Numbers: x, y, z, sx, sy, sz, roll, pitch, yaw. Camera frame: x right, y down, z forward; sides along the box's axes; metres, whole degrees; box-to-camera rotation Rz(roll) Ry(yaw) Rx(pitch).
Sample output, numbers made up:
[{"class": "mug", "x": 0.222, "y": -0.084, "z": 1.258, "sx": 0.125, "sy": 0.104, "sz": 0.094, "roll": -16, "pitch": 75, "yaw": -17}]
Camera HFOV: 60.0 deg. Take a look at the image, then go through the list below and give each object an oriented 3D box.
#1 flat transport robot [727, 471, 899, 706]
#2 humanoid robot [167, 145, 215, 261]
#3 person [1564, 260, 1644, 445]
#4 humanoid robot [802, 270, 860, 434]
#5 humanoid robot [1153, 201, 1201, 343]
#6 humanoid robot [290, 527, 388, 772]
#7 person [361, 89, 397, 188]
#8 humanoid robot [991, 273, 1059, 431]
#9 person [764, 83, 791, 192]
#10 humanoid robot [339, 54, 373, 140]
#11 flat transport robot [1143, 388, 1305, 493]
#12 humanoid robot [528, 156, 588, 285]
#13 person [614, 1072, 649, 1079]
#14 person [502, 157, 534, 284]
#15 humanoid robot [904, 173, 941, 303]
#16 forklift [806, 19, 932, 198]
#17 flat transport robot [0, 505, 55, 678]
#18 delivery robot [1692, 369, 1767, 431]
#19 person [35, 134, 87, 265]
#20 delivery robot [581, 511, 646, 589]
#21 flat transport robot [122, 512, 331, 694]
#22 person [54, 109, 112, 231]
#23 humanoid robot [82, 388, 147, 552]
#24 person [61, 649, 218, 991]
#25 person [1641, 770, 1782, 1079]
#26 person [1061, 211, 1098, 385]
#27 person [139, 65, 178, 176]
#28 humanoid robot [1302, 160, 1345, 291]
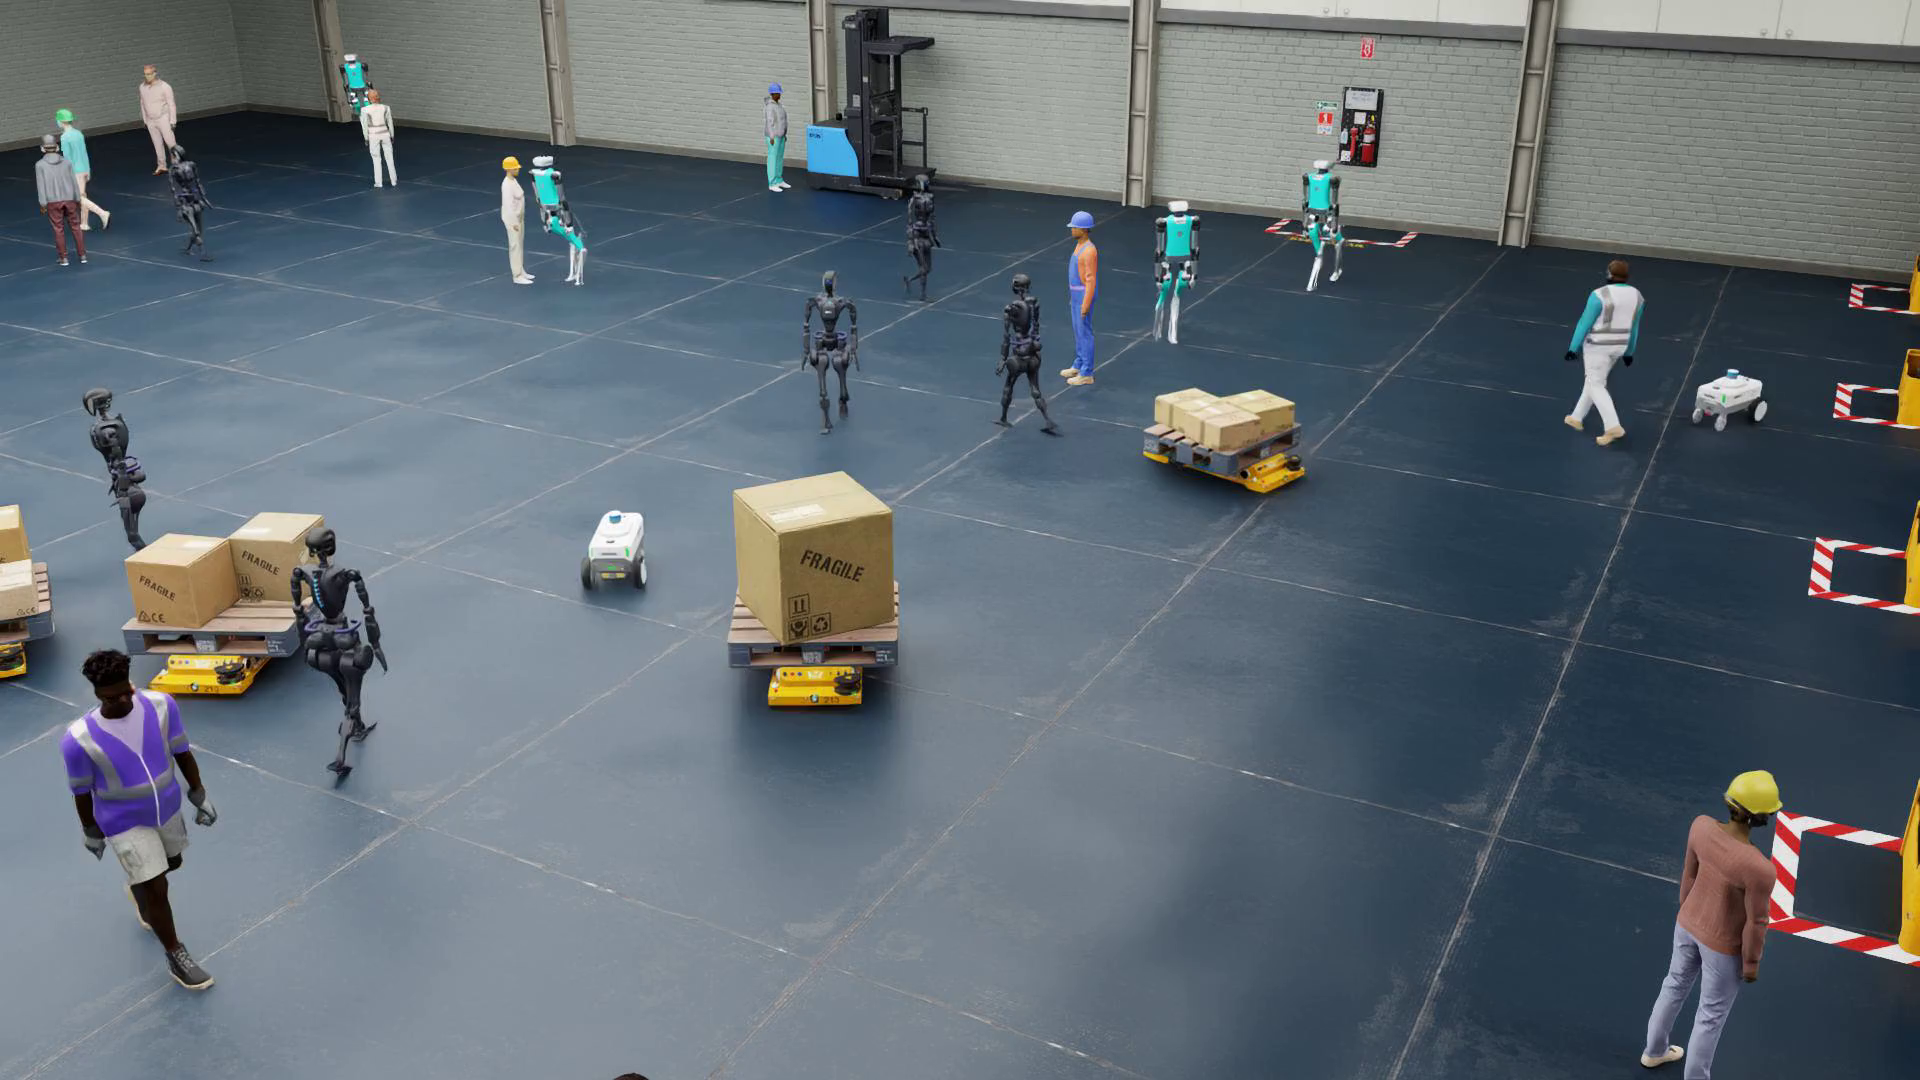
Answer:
[{"class": "flat transport robot", "x": -1.056, "y": 0.807, "z": 12.283, "sx": 0.659, "sy": 0.231, "sz": 1.431, "roll": -1, "pitch": 23, "yaw": -2}, {"class": "humanoid robot", "x": -10.938, "y": -4.795, "z": 23.631, "sx": 0.733, "sy": 1.643, "sz": 0.608, "roll": 8, "pitch": 25, "yaw": 19}, {"class": "person", "x": 6.479, "y": -1.876, "z": 16.611, "sx": 0.702, "sy": 1.794, "sz": 0.893, "roll": -10, "pitch": 25, "yaw": -22}, {"class": "humanoid robot", "x": -1.298, "y": -1.932, "z": 16.911, "sx": 0.599, "sy": 1.644, "sz": 0.597, "roll": 1, "pitch": 23, "yaw": 3}, {"class": "humanoid robot", "x": 2.498, "y": -3.113, "z": 19.689, "sx": 0.541, "sy": 1.904, "sz": 0.714, "roll": -3, "pitch": 23, "yaw": -7}, {"class": "humanoid robot", "x": -4.067, "y": 0.689, "z": 10.842, "sx": 0.587, "sy": 1.636, "sz": 0.771, "roll": 3, "pitch": 23, "yaw": 7}, {"class": "person", "x": -9.899, "y": -6.843, "z": 28.354, "sx": 0.521, "sy": 1.639, "sz": 0.304, "roll": -15, "pitch": 27, "yaw": -31}, {"class": "humanoid robot", "x": 0.653, "y": -1.882, "z": 16.821, "sx": 0.766, "sy": 1.638, "sz": 0.601, "roll": 19, "pitch": 30, "yaw": 38}, {"class": "person", "x": -3.111, "y": -6.811, "z": 28.112, "sx": 0.361, "sy": 1.778, "sz": 0.525, "roll": 8, "pitch": 24, "yaw": 17}, {"class": "humanoid robot", "x": -11.552, "y": -8.495, "z": 32.118, "sx": 0.567, "sy": 1.807, "sz": 0.761, "roll": -3, "pitch": 23, "yaw": -8}, {"class": "flat transport robot", "x": 2.528, "y": -0.789, "z": 16.000, "sx": 1.431, "sy": 0.231, "sz": 0.659, "roll": 21, "pitch": 31, "yaw": 40}, {"class": "humanoid robot", "x": -5.295, "y": -4.284, "z": 22.298, "sx": 0.547, "sy": 1.792, "sz": 0.762, "roll": 14, "pitch": 27, "yaw": 30}, {"class": "person", "x": -1.124, "y": 2.650, "z": 5.905, "sx": 0.596, "sy": 1.916, "sz": 0.371, "roll": -20, "pitch": 30, "yaw": -38}, {"class": "person", "x": -5.975, "y": -4.299, "z": 22.364, "sx": 0.336, "sy": 1.695, "sz": 0.478, "roll": -1, "pitch": 23, "yaw": -3}, {"class": "humanoid robot", "x": -0.551, "y": -3.928, "z": 21.533, "sx": 0.589, "sy": 1.636, "sz": 0.612, "roll": 16, "pitch": 28, "yaw": 32}, {"class": "forklift", "x": -1.573, "y": -7.292, "z": 27.850, "sx": 1.873, "sy": 2.768, "sz": 1.129, "roll": 12, "pitch": 26, "yaw": 25}, {"class": "flat transport robot", "x": -7.448, "y": 0.727, "z": 12.471, "sx": 0.659, "sy": 0.231, "sz": 1.431, "roll": -12, "pitch": 26, "yaw": -26}, {"class": "delivery robot", "x": 7.951, "y": -1.474, "z": 17.213, "sx": 0.757, "sy": 0.580, "sz": 0.499, "roll": -15, "pitch": 28, "yaw": -31}, {"class": "person", "x": -12.627, "y": -4.777, "z": 23.340, "sx": 0.546, "sy": 1.806, "sz": 0.379, "roll": -20, "pitch": 30, "yaw": -38}, {"class": "delivery robot", "x": -2.817, "y": 0.050, "z": 13.672, "sx": 0.499, "sy": 0.585, "sz": 0.775, "roll": 0, "pitch": 23, "yaw": -1}, {"class": "flat transport robot", "x": -5.398, "y": 0.740, "z": 12.441, "sx": 0.659, "sy": 0.231, "sz": 1.431, "roll": 1, "pitch": 23, "yaw": 2}, {"class": "person", "x": -13.274, "y": -5.566, "z": 25.106, "sx": 0.689, "sy": 1.858, "sz": 0.515, "roll": 2, "pitch": 23, "yaw": 5}, {"class": "humanoid robot", "x": -6.750, "y": -0.452, "z": 13.461, "sx": 0.373, "sy": 1.651, "sz": 0.585, "roll": -15, "pitch": 28, "yaw": -32}, {"class": "person", "x": -4.372, "y": 1.400, "z": 8.807, "sx": 0.896, "sy": 1.928, "sz": 0.603, "roll": 15, "pitch": 27, "yaw": 31}, {"class": "person", "x": 3.614, "y": 1.873, "z": 7.920, "sx": 0.340, "sy": 1.759, "sz": 0.520, "roll": -7, "pitch": 24, "yaw": -17}, {"class": "person", "x": 1.332, "y": -2.658, "z": 18.272, "sx": 0.357, "sy": 1.908, "sz": 0.537, "roll": -4, "pitch": 24, "yaw": -9}, {"class": "person", "x": -14.096, "y": -7.372, "z": 29.253, "sx": 0.652, "sy": 1.904, "sz": 0.411, "roll": 5, "pitch": 24, "yaw": 12}, {"class": "humanoid robot", "x": 4.944, "y": -4.225, "z": 22.203, "sx": 0.531, "sy": 1.787, "sz": 0.999, "roll": 19, "pitch": 30, "yaw": 37}]
